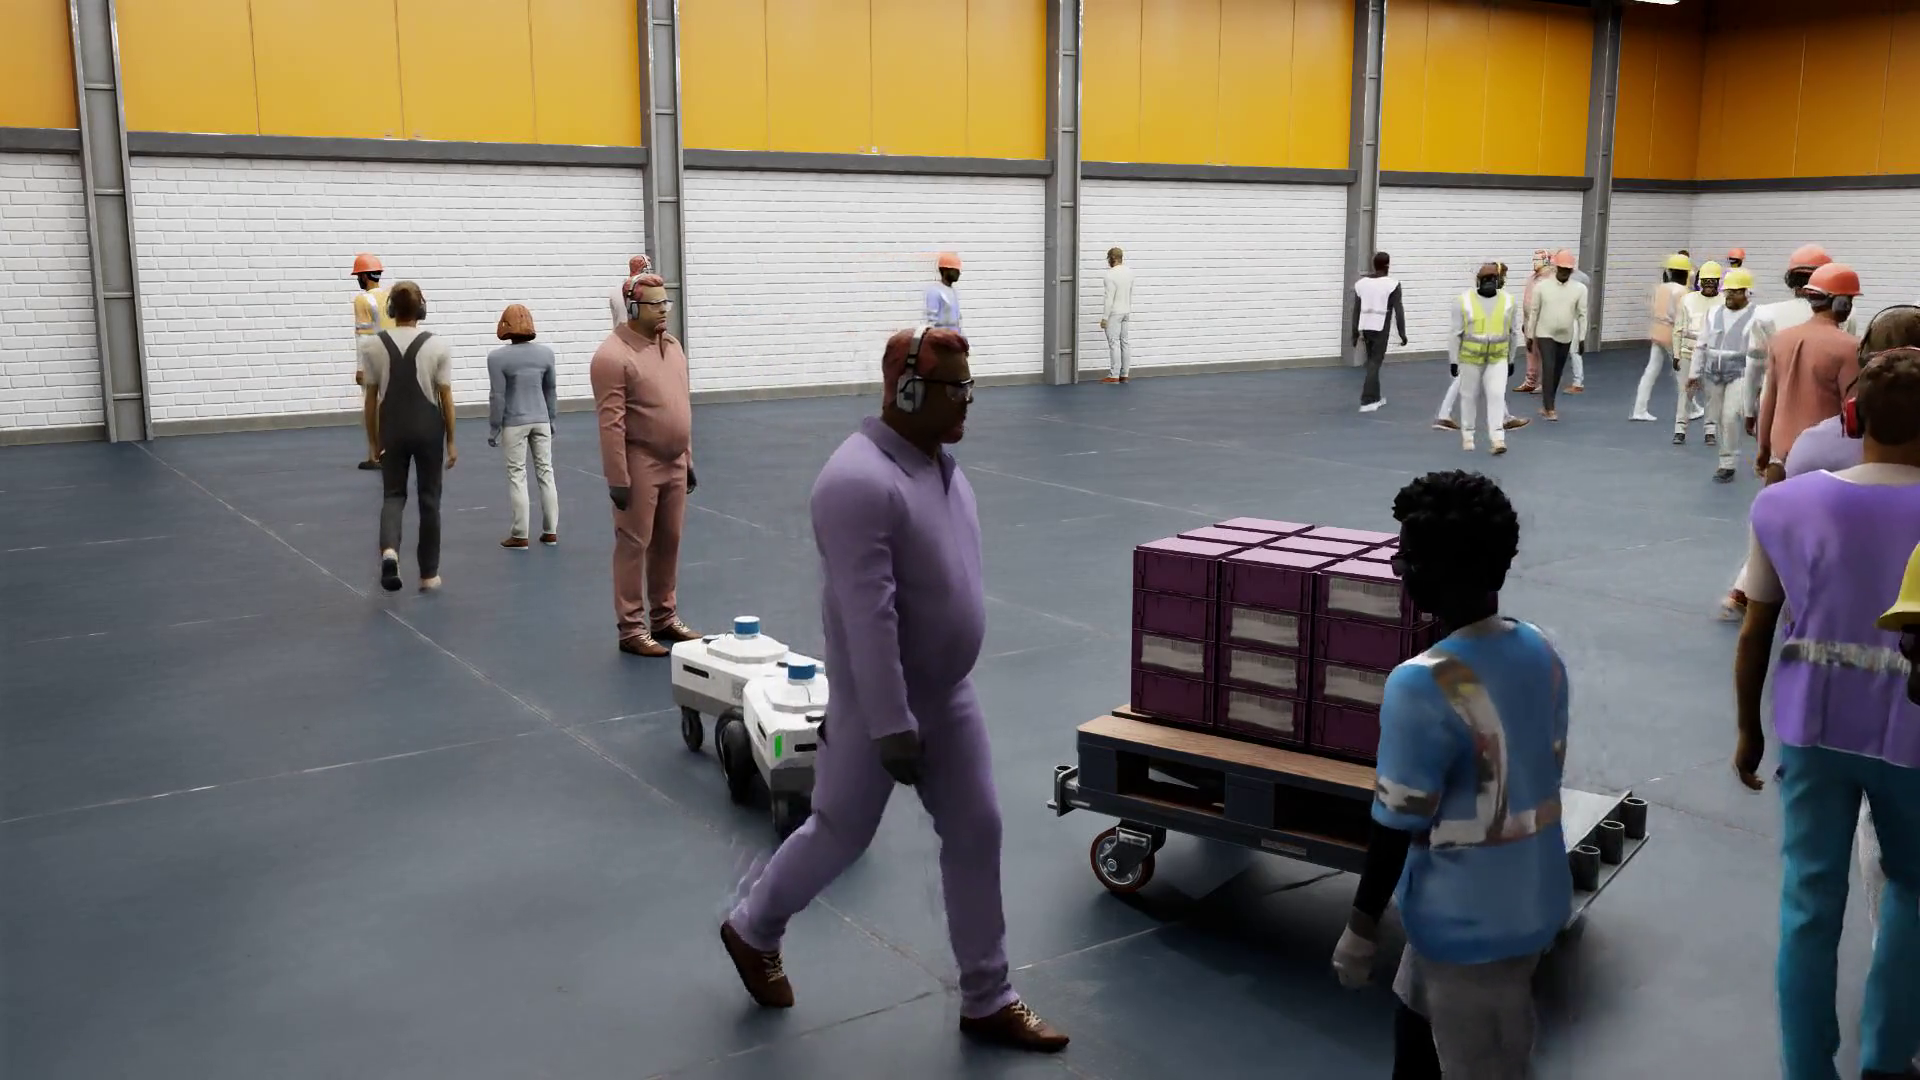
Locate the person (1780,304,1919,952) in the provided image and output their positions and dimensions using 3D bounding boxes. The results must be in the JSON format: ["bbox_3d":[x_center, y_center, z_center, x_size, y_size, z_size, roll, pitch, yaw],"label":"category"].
[{"bbox_3d":[2.631,0.306,4.618,0.704,1.885,0.869,4,11,19],"label":"person"}]

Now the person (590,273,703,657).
[{"bbox_3d":[-1.536,-0.369,8.300,0.402,1.901,0.647,5,12,26],"label":"person"}]

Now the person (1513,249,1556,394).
[{"bbox_3d":[7.684,-2.897,22.125,0.408,1.909,0.642,-3,11,-17],"label":"person"}]

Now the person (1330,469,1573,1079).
[{"bbox_3d":[0.984,0.696,3.099,0.788,1.655,0.532,8,13,37],"label":"person"}]

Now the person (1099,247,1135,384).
[{"bbox_3d":[2.209,-3.167,23.520,0.372,1.938,0.627,9,13,39],"label":"person"}]

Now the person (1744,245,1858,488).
[{"bbox_3d":[5.311,-0.839,10.521,0.637,2.018,0.824,7,13,34],"label":"person"}]

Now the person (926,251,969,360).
[{"bbox_3d":[-0.106,-2.067,17.532,0.580,1.916,0.545,4,11,20],"label":"person"}]

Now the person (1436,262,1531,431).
[{"bbox_3d":[5.609,-2.060,17.828,0.994,1.805,0.579,0,10,1],"label":"person"}]

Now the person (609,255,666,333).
[{"bbox_3d":[-3.136,-1.851,16.416,0.644,1.903,0.401,6,12,29],"label":"person"}]

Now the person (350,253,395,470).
[{"bbox_3d":[-5.254,-1.597,14.942,0.382,1.932,0.542,3,11,15],"label":"person"}]

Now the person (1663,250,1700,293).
[{"bbox_3d":[12.886,-4.255,29.764,0.624,1.837,0.430,4,11,22],"label":"person"}]

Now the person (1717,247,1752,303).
[{"bbox_3d":[11.875,-3.532,25.561,0.429,1.918,0.556,-6,12,-31],"label":"person"}]

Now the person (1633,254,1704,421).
[{"bbox_3d":[8.047,-2.263,18.724,0.974,1.870,0.609,-2,11,-13],"label":"person"}]

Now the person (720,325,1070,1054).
[{"bbox_3d":[-0.204,0.375,4.312,0.960,1.866,0.643,6,12,29],"label":"person"}]

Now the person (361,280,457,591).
[{"bbox_3d":[-3.173,-0.576,9.601,0.506,1.834,0.561,-1,10,-8],"label":"person"}]

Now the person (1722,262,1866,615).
[{"bbox_3d":[4.599,-0.527,9.034,1.023,1.950,0.641,-3,11,-16],"label":"person"}]

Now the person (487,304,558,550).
[{"bbox_3d":[-2.917,-0.753,11.114,0.498,1.634,0.278,-10,14,-43],"label":"person"}]

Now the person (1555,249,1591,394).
[{"bbox_3d":[8.026,-2.901,22.120,0.651,1.914,0.396,8,13,37],"label":"person"}]

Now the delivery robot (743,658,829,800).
[{"bbox_3d":[-0.568,0.673,6.004,0.477,0.478,0.707,-3,11,-16],"label":"delivery robot"}]

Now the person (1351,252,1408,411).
[{"bbox_3d":[5.079,-2.501,19.998,0.867,1.884,0.604,-9,14,-40],"label":"person"}]

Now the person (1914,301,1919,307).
[{"bbox_3d":[8.105,-1.358,13.640,0.612,1.928,0.869,6,12,29],"label":"person"}]

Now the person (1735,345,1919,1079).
[{"bbox_3d":[2.140,0.463,3.899,0.596,1.826,0.642,7,13,35],"label":"person"}]

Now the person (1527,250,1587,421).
[{"bbox_3d":[6.868,-2.372,19.187,0.632,1.941,0.998,1,10,6],"label":"person"}]

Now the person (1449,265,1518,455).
[{"bbox_3d":[5.024,-1.716,15.936,0.658,1.801,0.908,1,10,8],"label":"person"}]

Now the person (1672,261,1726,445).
[{"bbox_3d":[7.449,-1.864,16.654,0.588,1.835,0.403,4,11,23],"label":"person"}]

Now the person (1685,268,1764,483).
[{"bbox_3d":[6.494,-1.391,14.129,0.678,1.805,0.596,-7,13,-34],"label":"person"}]

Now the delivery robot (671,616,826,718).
[{"bbox_3d":[-0.852,0.550,6.676,0.477,0.478,0.707,-9,14,-41],"label":"delivery robot"}]

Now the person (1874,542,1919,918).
[{"bbox_3d":[1.386,0.823,2.244,0.628,1.716,0.534,7,12,32],"label":"person"}]
